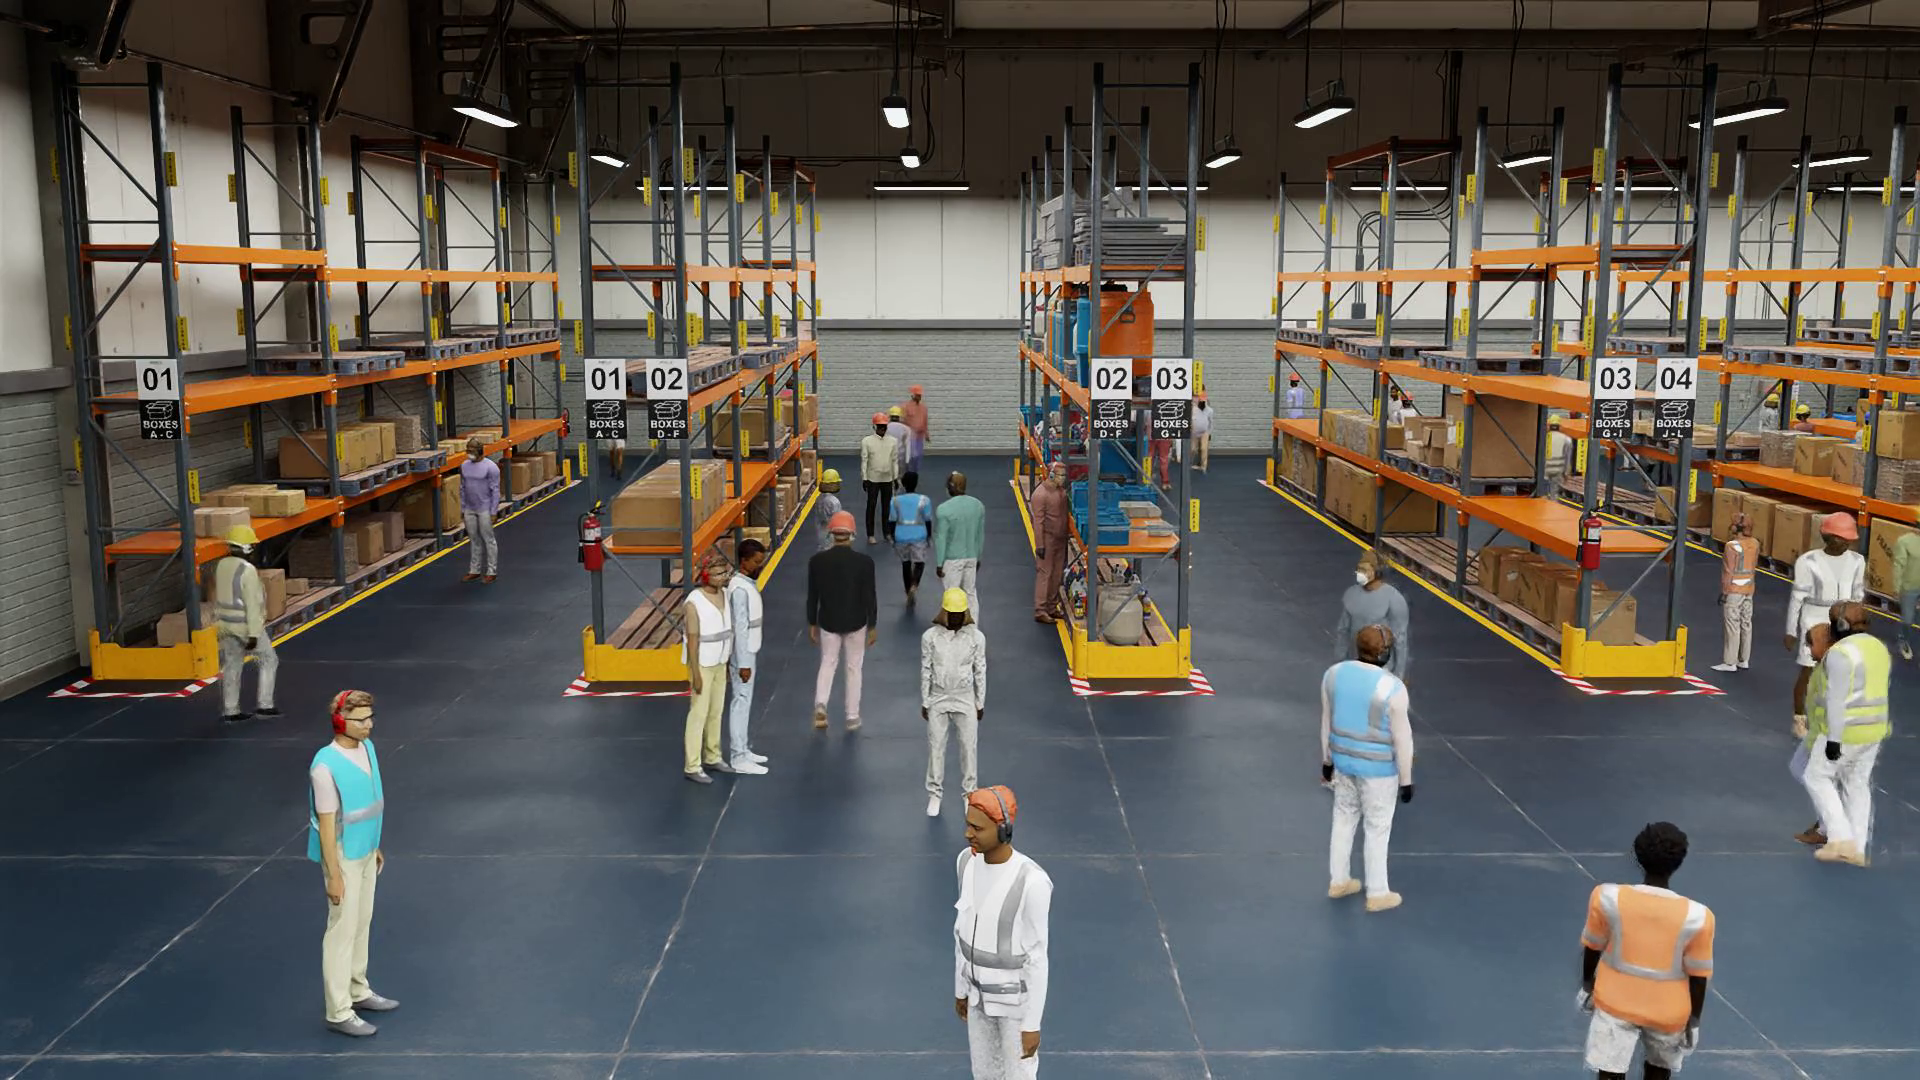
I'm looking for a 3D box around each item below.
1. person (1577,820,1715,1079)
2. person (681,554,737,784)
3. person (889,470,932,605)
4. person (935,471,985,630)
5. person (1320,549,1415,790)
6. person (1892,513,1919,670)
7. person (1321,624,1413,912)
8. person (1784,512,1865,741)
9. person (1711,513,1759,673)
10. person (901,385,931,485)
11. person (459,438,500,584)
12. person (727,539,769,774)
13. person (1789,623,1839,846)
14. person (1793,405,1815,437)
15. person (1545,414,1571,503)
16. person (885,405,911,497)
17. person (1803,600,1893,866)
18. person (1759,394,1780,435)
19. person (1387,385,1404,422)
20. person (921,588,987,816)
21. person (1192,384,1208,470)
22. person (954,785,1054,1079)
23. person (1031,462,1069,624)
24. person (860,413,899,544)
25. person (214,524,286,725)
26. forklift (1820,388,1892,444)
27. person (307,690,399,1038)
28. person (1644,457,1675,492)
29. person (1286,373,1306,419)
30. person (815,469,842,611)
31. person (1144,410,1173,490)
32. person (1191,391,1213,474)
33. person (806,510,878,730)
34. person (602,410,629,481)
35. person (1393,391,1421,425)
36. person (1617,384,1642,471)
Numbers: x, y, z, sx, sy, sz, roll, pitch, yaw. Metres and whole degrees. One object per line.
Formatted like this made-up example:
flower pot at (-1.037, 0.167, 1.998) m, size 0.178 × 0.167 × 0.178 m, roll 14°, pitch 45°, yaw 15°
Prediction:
person at (2.961, 2.041, 7.218) m, size 0.537 × 1.666 × 0.802 m, roll 4°, pitch 10°, yaw 22°
person at (-2.013, 1.014, 13.301) m, size 0.403 × 1.835 × 0.563 m, roll 4°, pitch 10°, yaw 26°
person at (-0.616, -0.019, 20.391) m, size 0.534 × 1.680 × 0.611 m, roll 1°, pitch 9°, yaw 9°
person at (-0.001, 0.217, 18.103) m, size 0.633 × 1.933 × 0.383 m, roll -7°, pitch 11°, yaw -38°
person at (3.294, 0.997, 13.244) m, size 1.023 × 1.893 × 0.642 m, roll -5°, pitch 10°, yaw -29°
person at (9.899, 0.471, 17.127) m, size 0.566 × 1.730 × 0.750 m, roll 4°, pitch 10°, yaw 24°
person at (2.585, 1.435, 10.564) m, size 0.429 × 1.841 × 0.643 m, roll -7°, pitch 11°, yaw -39°
person at (7.436, 0.754, 14.327) m, size 0.718 × 2.030 × 0.441 m, roll -1°, pitch 9°, yaw -4°
person at (7.939, 0.535, 16.981) m, size 0.522 × 1.641 × 0.306 m, roll -6°, pitch 11°, yaw -34°
person at (-0.853, -2.045, 32.487) m, size 0.612 × 1.979 × 0.425 m, roll -9°, pitch 12°, yaw -44°
person at (-6.348, -0.384, 21.963) m, size 0.627 × 1.935 × 0.373 m, roll 4°, pitch 10°, yaw 25°
person at (-1.764, 0.935, 13.549) m, size 0.394 × 1.911 × 0.590 m, roll -1°, pitch 9°, yaw -4°
person at (6.032, 1.368, 11.669) m, size 0.371 × 1.613 × 0.533 m, roll 5°, pitch 10°, yaw 27°
person at (15.170, -1.553, 30.012) m, size 0.524 × 1.769 × 0.314 m, roll -4°, pitch 10°, yaw -26°
person at (9.690, -1.152, 27.266) m, size 0.628 × 1.818 × 0.430 m, roll 0°, pitch 9°, yaw 0°
person at (-1.157, -1.455, 29.237) m, size 0.586 × 1.816 × 0.737 m, roll -1°, pitch 9°, yaw -9°
person at (6.075, 1.326, 11.383) m, size 0.670 × 1.808 × 0.478 m, roll -5°, pitch 10°, yaw -29°
person at (16.335, -2.088, 33.578) m, size 0.324 × 1.730 × 0.490 m, roll 0°, pitch 9°, yaw 0°
person at (8.995, -2.270, 34.354) m, size 0.338 × 1.859 × 0.502 m, roll -6°, pitch 11°, yaw -34°
person at (-0.048, 1.206, 12.379) m, size 0.487 × 1.738 × 0.320 m, roll 0°, pitch 9°, yaw 3°
person at (5.103, -2.404, 35.270) m, size 0.341 × 1.839 × 0.504 m, roll 2°, pitch 9°, yaw 14°
person at (0.167, 1.958, 7.091) m, size 0.356 × 1.879 × 0.576 m, roll -7°, pitch 11°, yaw -37°
person at (1.089, 0.024, 19.473) m, size 0.401 × 1.896 × 0.650 m, roll 6°, pitch 11°, yaw 34°
person at (-1.217, -0.940, 25.331) m, size 0.616 × 1.997 × 0.373 m, roll -4°, pitch 10°, yaw -26°
person at (-6.416, 0.757, 15.024) m, size 0.605 × 1.810 × 0.642 m, roll 6°, pitch 10°, yaw 32°
forklift at (20.072, -3.110, 36.462) m, size 1.873 × 2.768 × 1.129 m, roll 0°, pitch 9°, yaw 0°
person at (-3.260, 1.697, 8.864) m, size 0.375 × 1.840 × 0.570 m, roll 0°, pitch 9°, yaw 2°
person at (13.172, -1.682, 31.196) m, size 0.545 × 1.644 × 0.872 m, roll -3°, pitch 9°, yaw -16°
person at (7.520, -2.793, 37.435) m, size 0.543 × 1.939 × 0.362 m, roll -6°, pitch 11°, yaw -35°
person at (-1.552, 0.015, 19.999) m, size 0.295 × 1.744 × 0.484 m, roll -7°, pitch 11°, yaw -37°
person at (3.783, -1.986, 31.917) m, size 0.683 × 2.000 × 0.537 m, roll 2°, pitch 9°, yaw 15°
person at (4.982, -2.264, 34.679) m, size 0.582 × 1.736 × 0.664 m, roll -1°, pitch 9°, yaw -5°
person at (-1.040, 0.729, 14.652) m, size 0.631 × 1.978 × 0.583 m, roll 2°, pitch 9°, yaw 10°
person at (-6.952, -2.157, 33.558) m, size 0.543 × 1.898 × 1.003 m, roll -1°, pitch 9°, yaw -7°
person at (8.380, -1.828, 31.272) m, size 0.544 × 1.929 × 0.387 m, roll 1°, pitch 9°, yaw 5°
person at (14.066, -2.369, 34.931) m, size 0.520 × 1.873 × 0.335 m, roll -2°, pitch 9°, yaw -12°
